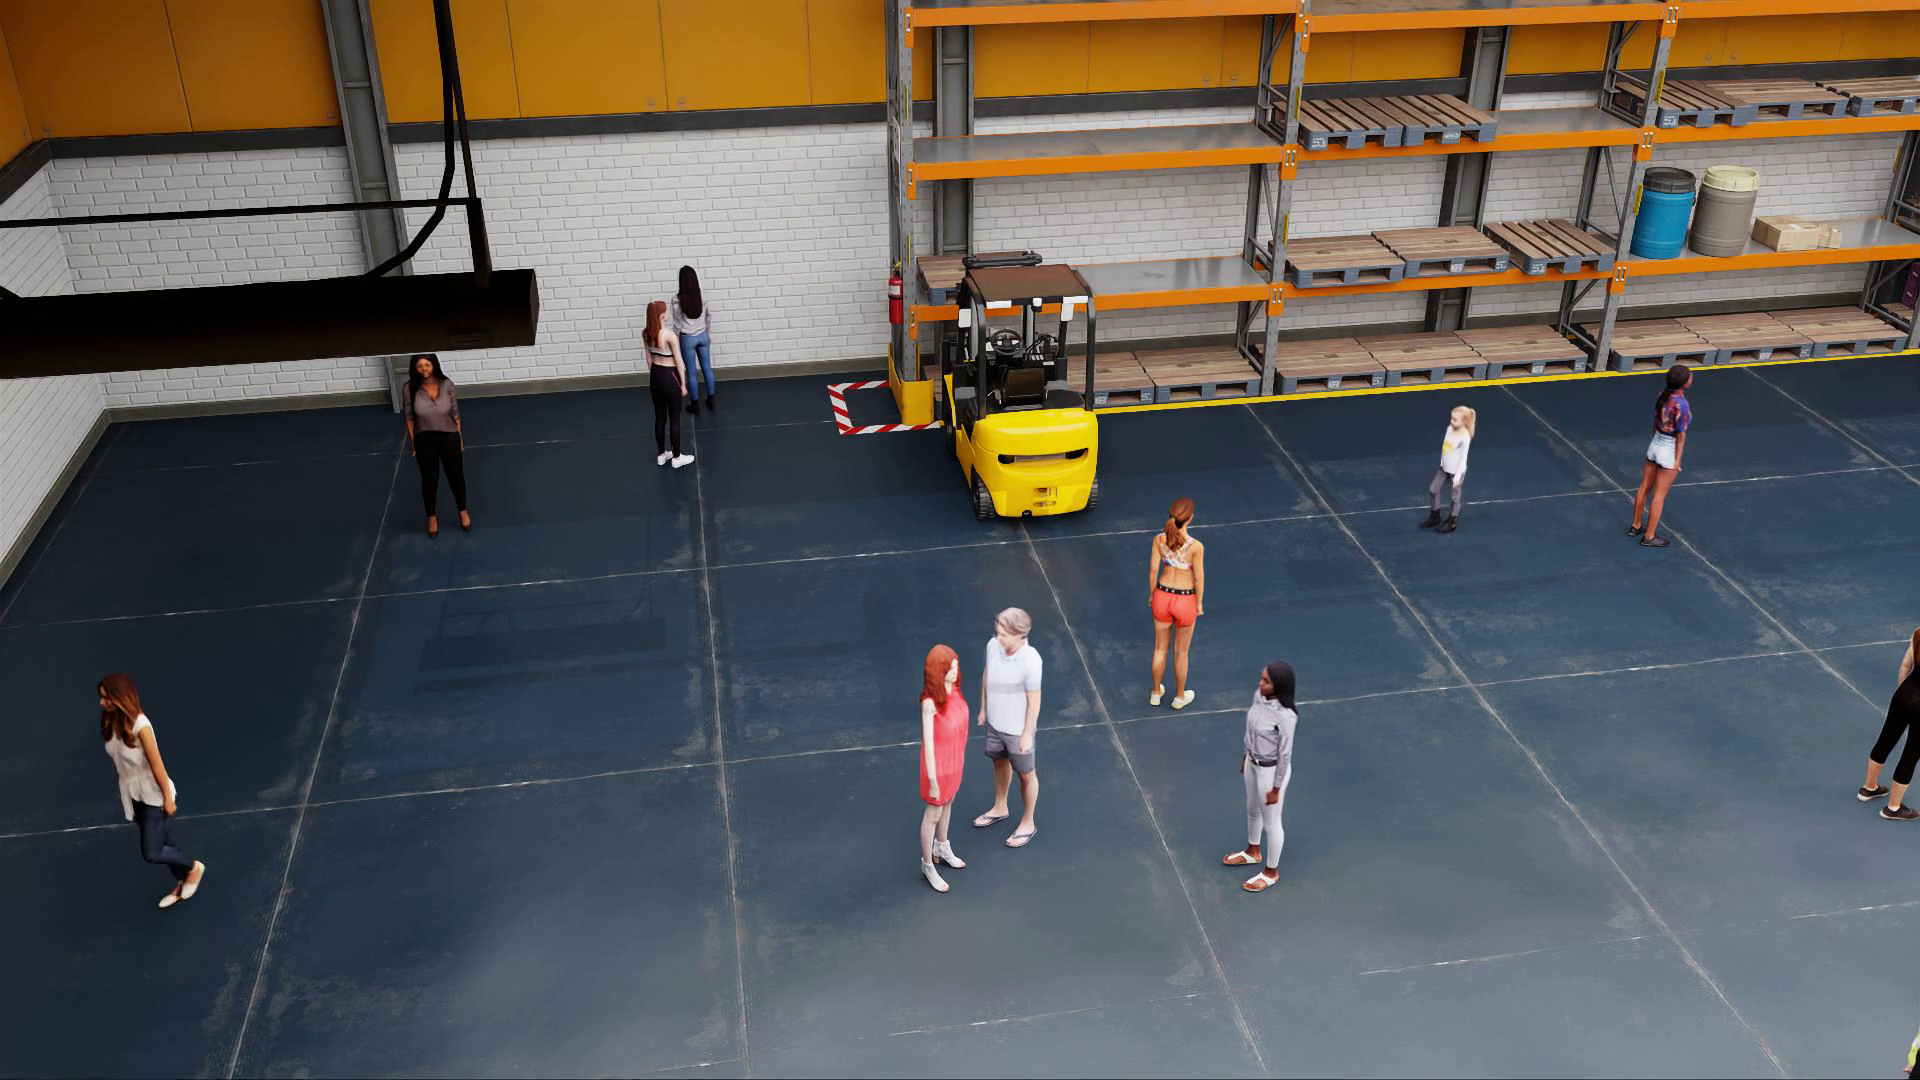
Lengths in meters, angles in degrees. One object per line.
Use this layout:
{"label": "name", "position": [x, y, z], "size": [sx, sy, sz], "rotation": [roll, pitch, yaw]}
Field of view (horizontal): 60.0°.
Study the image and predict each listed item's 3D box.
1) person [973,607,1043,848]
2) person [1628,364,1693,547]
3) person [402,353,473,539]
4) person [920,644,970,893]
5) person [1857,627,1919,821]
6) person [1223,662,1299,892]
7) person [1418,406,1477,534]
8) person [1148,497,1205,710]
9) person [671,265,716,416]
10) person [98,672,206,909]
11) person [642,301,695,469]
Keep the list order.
{"label": "person", "position": [0.366, 1.238, 11.357], "size": [0.754, 1.829, 0.742], "rotation": [-24, 37, -37]}
{"label": "person", "position": [6.415, -0.787, 15.161], "size": [0.501, 1.741, 0.580], "rotation": [-5, 29, -10]}
{"label": "person", "position": [-4.808, -0.903, 15.269], "size": [0.619, 1.842, 0.762], "rotation": [-12, 31, -21]}
{"label": "person", "position": [-0.121, 1.473, 10.929], "size": [0.693, 1.827, 0.675], "rotation": [13, 31, 22]}
{"label": "person", "position": [6.681, 1.152, 11.624], "size": [0.527, 1.725, 0.587], "rotation": [-7, 29, -13]}
{"label": "person", "position": [2.012, 1.527, 10.938], "size": [0.548, 1.724, 0.614], "rotation": [-9, 30, -16]}
{"label": "person", "position": [4.625, -0.663, 15.424], "size": [0.627, 1.272, 0.563], "rotation": [-11, 30, -19]}
{"label": "person", "position": [1.647, 0.487, 12.774], "size": [0.655, 1.790, 0.743], "rotation": [12, 31, 21]}
{"label": "person", "position": [-2.837, -2.140, 17.757], "size": [0.611, 1.631, 0.740], "rotation": [-20, 35, -33]}
{"label": "person", "position": [-5.176, 1.596, 10.758], "size": [0.737, 1.775, 0.803], "rotation": [16, 32, 27]}
{"label": "person", "position": [-2.941, -1.557, 16.572], "size": [0.651, 1.742, 0.728], "rotation": [15, 32, 26]}
